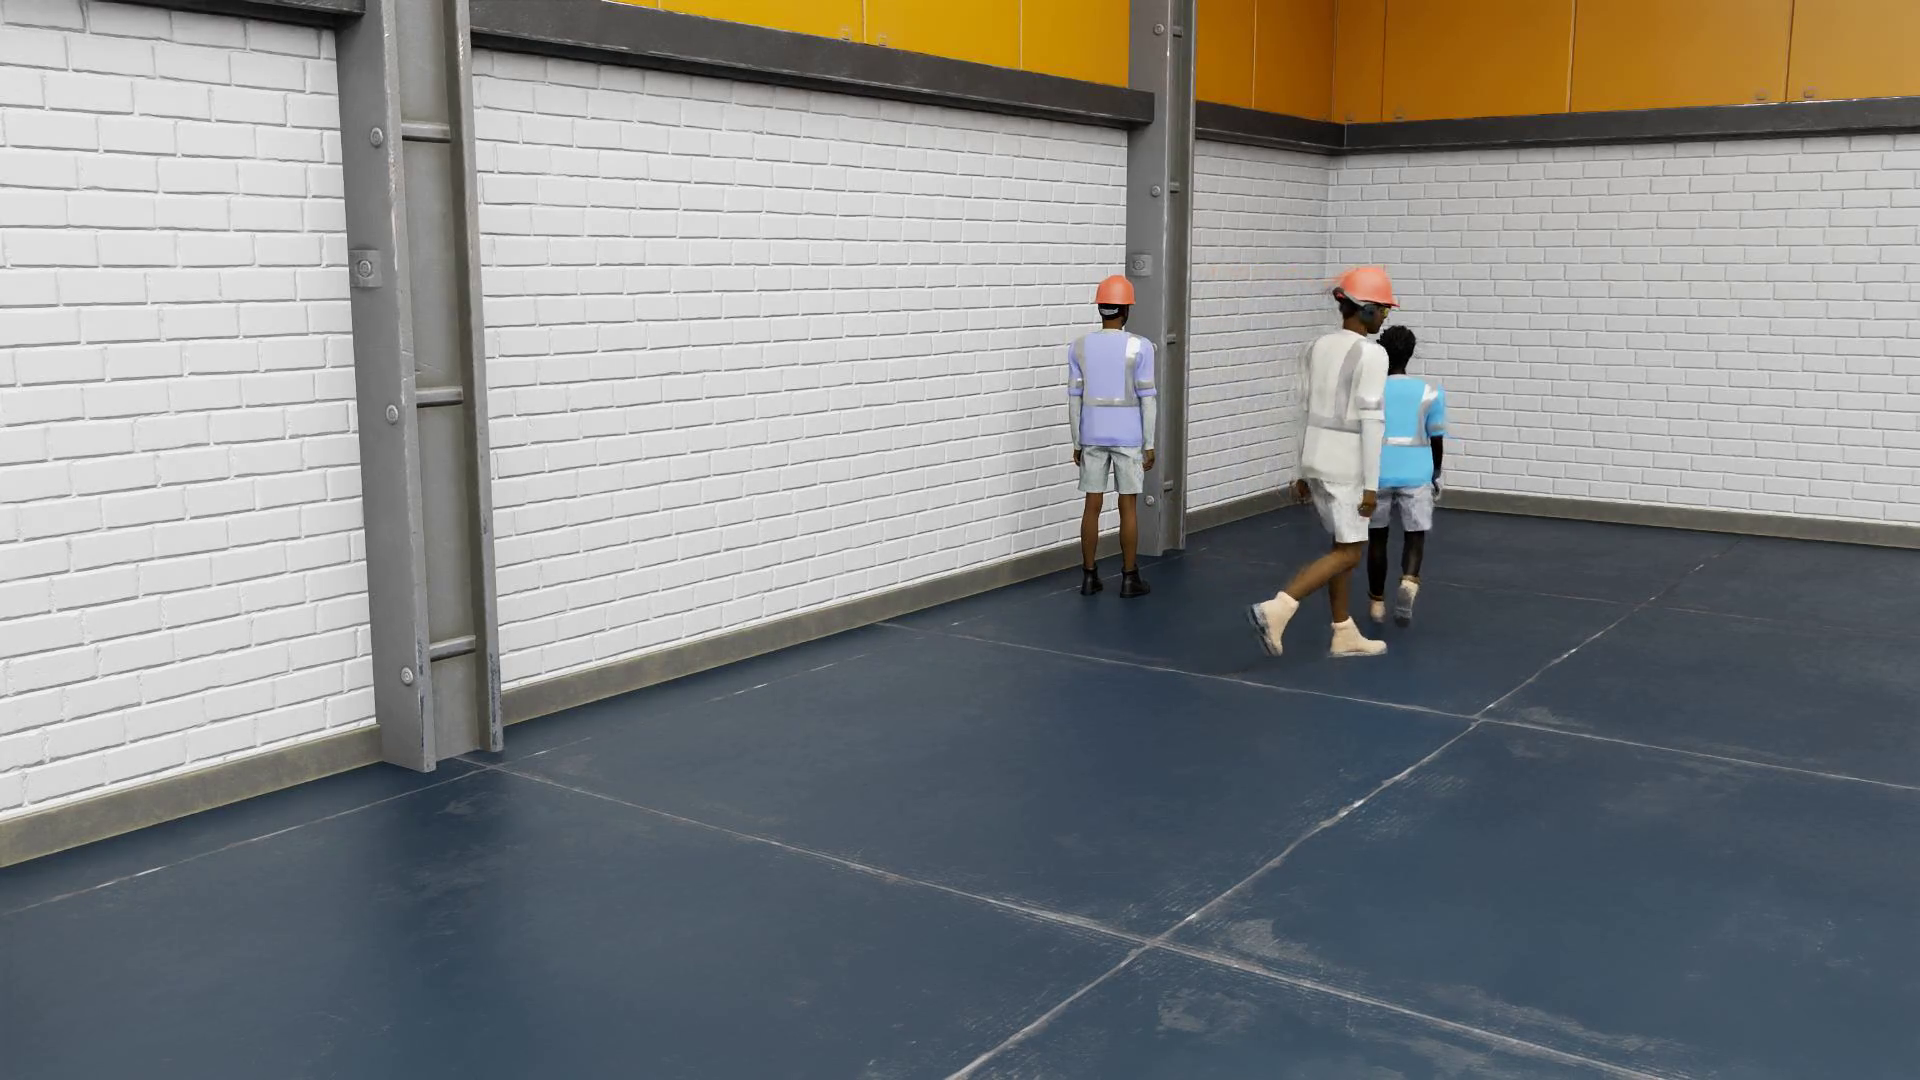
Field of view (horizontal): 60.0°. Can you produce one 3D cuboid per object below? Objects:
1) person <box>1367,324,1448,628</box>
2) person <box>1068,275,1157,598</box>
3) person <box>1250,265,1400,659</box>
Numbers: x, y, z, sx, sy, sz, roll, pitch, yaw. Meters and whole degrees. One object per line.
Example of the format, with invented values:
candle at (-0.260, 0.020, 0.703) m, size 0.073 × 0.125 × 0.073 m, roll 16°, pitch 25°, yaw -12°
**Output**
person at (2.386, -0.337, 9.112) m, size 0.539 × 1.679 × 0.630 m, roll 2°, pitch 10°, yaw 13°
person at (0.919, -0.614, 10.005) m, size 0.545 × 1.939 × 0.354 m, roll 4°, pitch 10°, yaw 21°
person at (1.821, -0.360, 8.295) m, size 0.779 × 2.015 × 0.615 m, roll -3°, pitch 10°, yaw -19°
